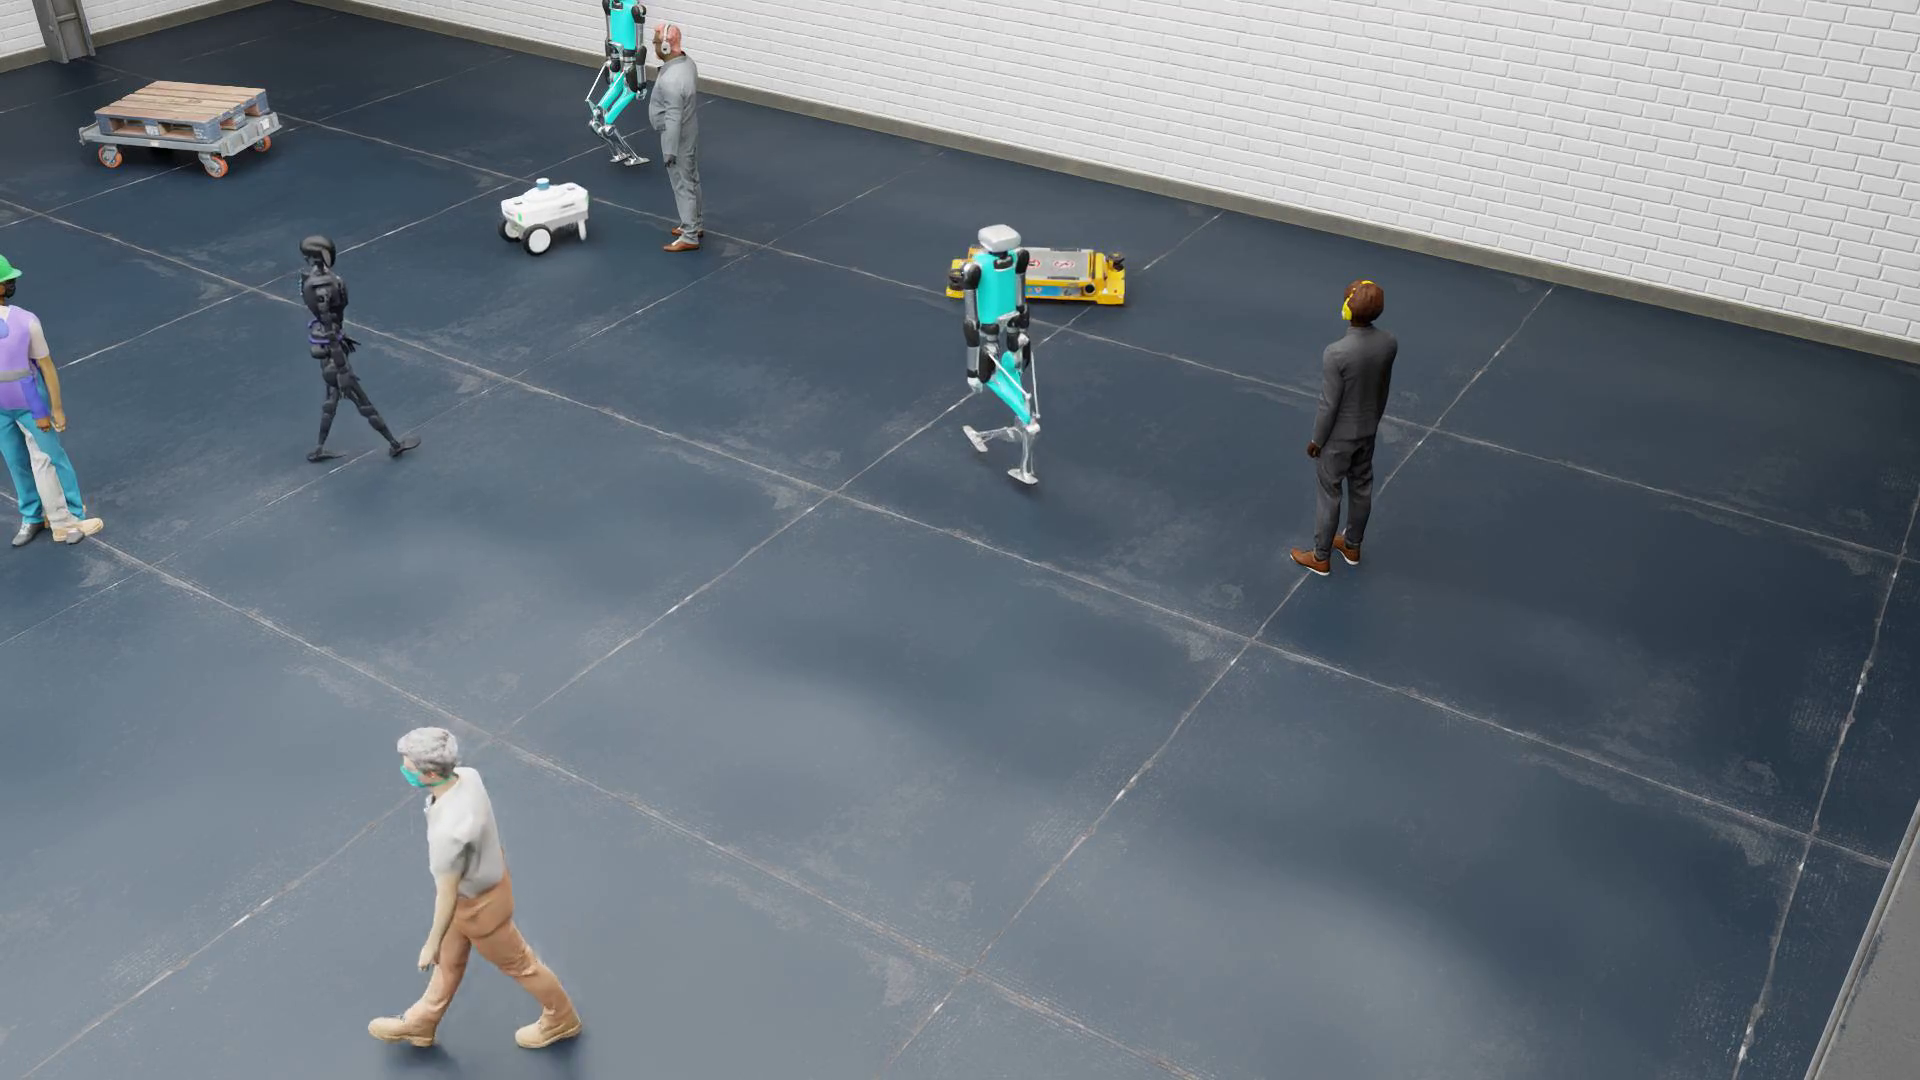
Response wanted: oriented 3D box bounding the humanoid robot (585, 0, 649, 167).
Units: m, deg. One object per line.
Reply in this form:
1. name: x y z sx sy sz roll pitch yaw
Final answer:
1. humanoid robot: -3.248 -4.296 15.460 0.533 1.677 0.735 25 40 33

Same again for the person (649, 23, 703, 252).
1. person: -2.392 -3.383 14.008 0.413 1.908 0.641 2 33 2

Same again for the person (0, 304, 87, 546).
1. person: -5.706 -0.816 10.075 0.563 1.838 0.392 0 33 -1

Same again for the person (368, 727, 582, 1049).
1. person: -2.031 1.460 6.656 0.891 1.699 0.494 -8 34 -13

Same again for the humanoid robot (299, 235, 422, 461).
1. humanoid robot: -4.072 -1.264 10.962 0.763 1.626 0.609 -10 34 -16

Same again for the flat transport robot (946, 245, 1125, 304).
1. flat transport robot: 0.630 -2.169 13.631 1.431 0.231 0.659 3 33 4

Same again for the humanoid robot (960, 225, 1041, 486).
1. humanoid robot: 0.341 -1.126 10.643 0.548 1.733 1.010 -27 41 -35

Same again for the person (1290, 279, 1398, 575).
1. person: 2.271 -0.650 9.784 0.492 1.875 0.357 -15 36 -22

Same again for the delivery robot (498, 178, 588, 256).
1. delivery robot: -3.588 -2.813 14.370 0.767 0.596 0.524 -26 41 -34

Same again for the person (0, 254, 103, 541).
1. person: -5.680 -0.874 10.136 0.358 1.871 0.468 -28 42 -36
